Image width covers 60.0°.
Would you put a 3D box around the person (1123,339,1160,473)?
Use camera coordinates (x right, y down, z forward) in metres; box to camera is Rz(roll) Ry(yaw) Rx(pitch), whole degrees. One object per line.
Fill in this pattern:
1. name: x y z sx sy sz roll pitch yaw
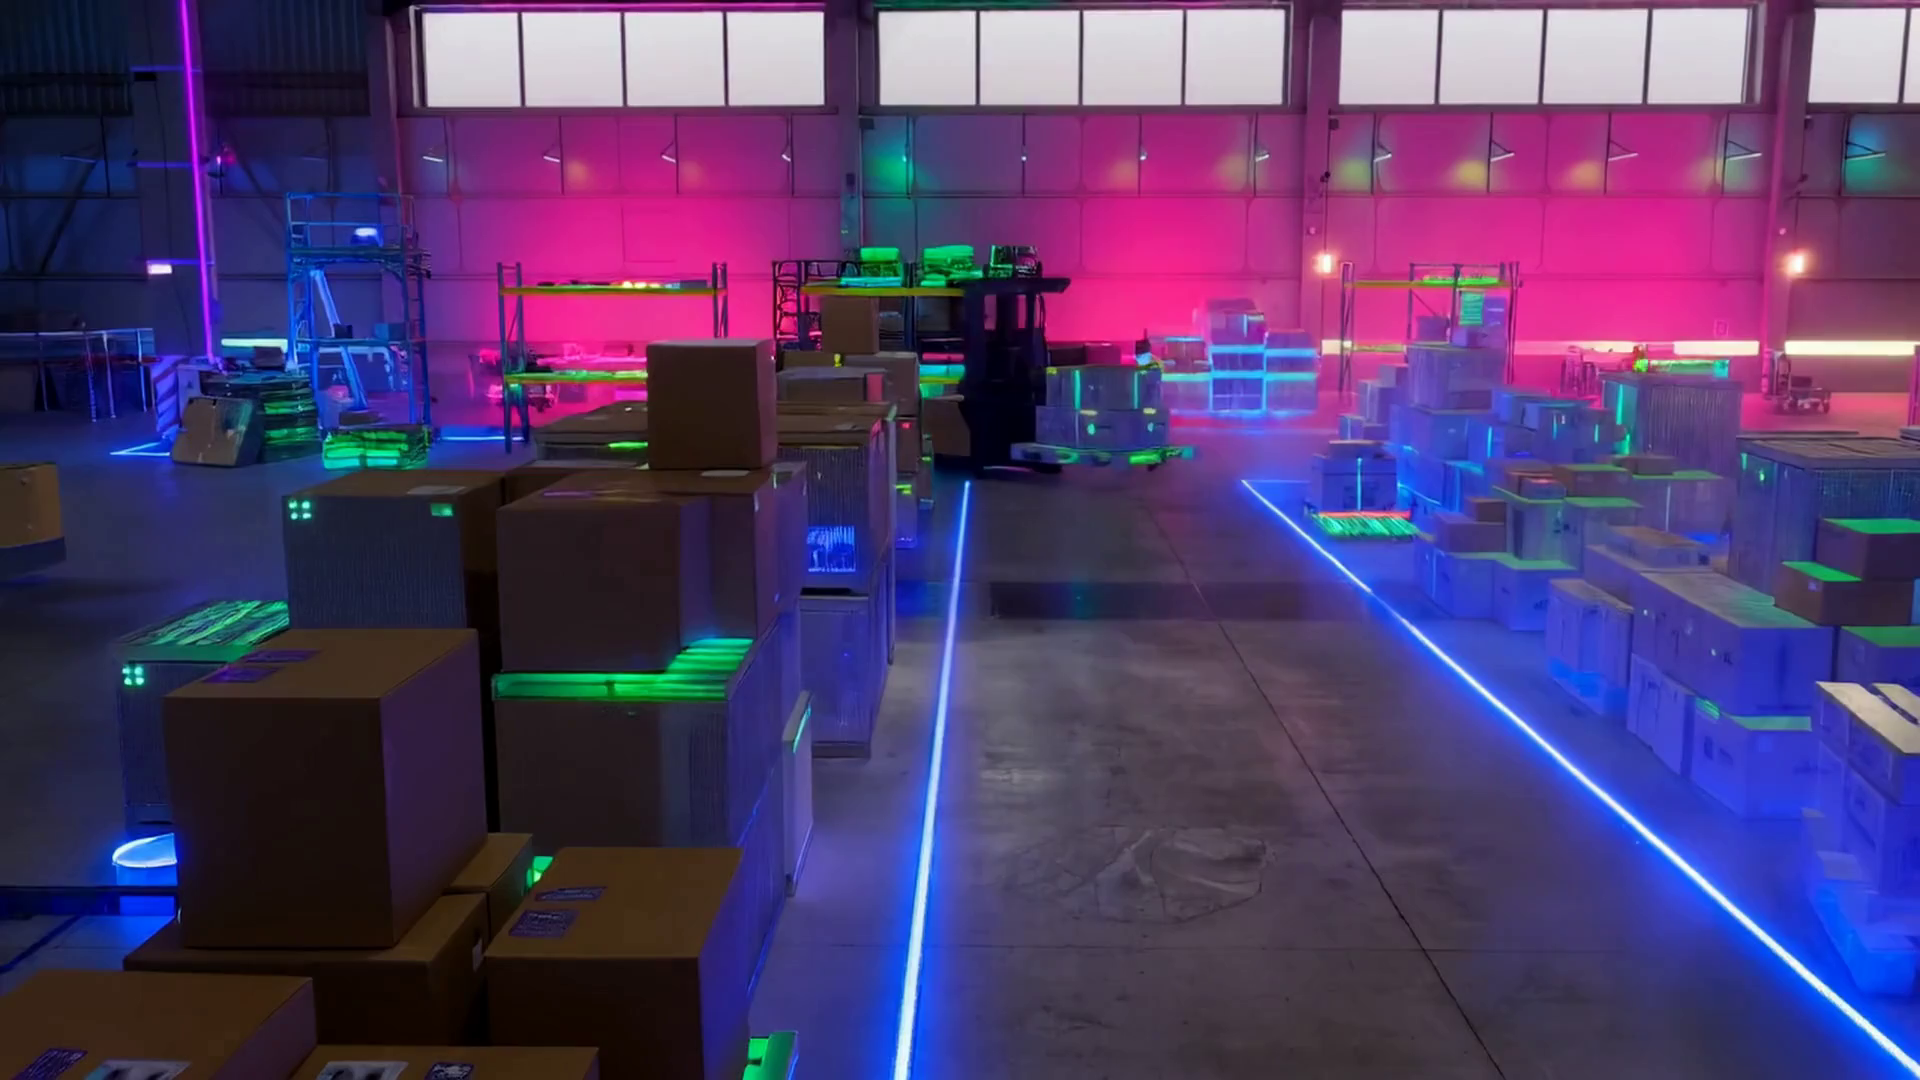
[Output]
1. person: 2.607 -1.930 24.021 0.551 1.932 0.377 2 10 13

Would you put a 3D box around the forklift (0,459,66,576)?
1. forklift: -9.905 -1.079 16.101 1.873 2.768 1.129 2 10 14

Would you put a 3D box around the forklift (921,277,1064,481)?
1. forklift: 0.403 -2.333 23.611 1.873 2.768 1.129 9 13 42

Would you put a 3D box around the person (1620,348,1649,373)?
1. person: 9.049 -1.647 22.475 0.641 1.901 1.012 -3 10 -19
